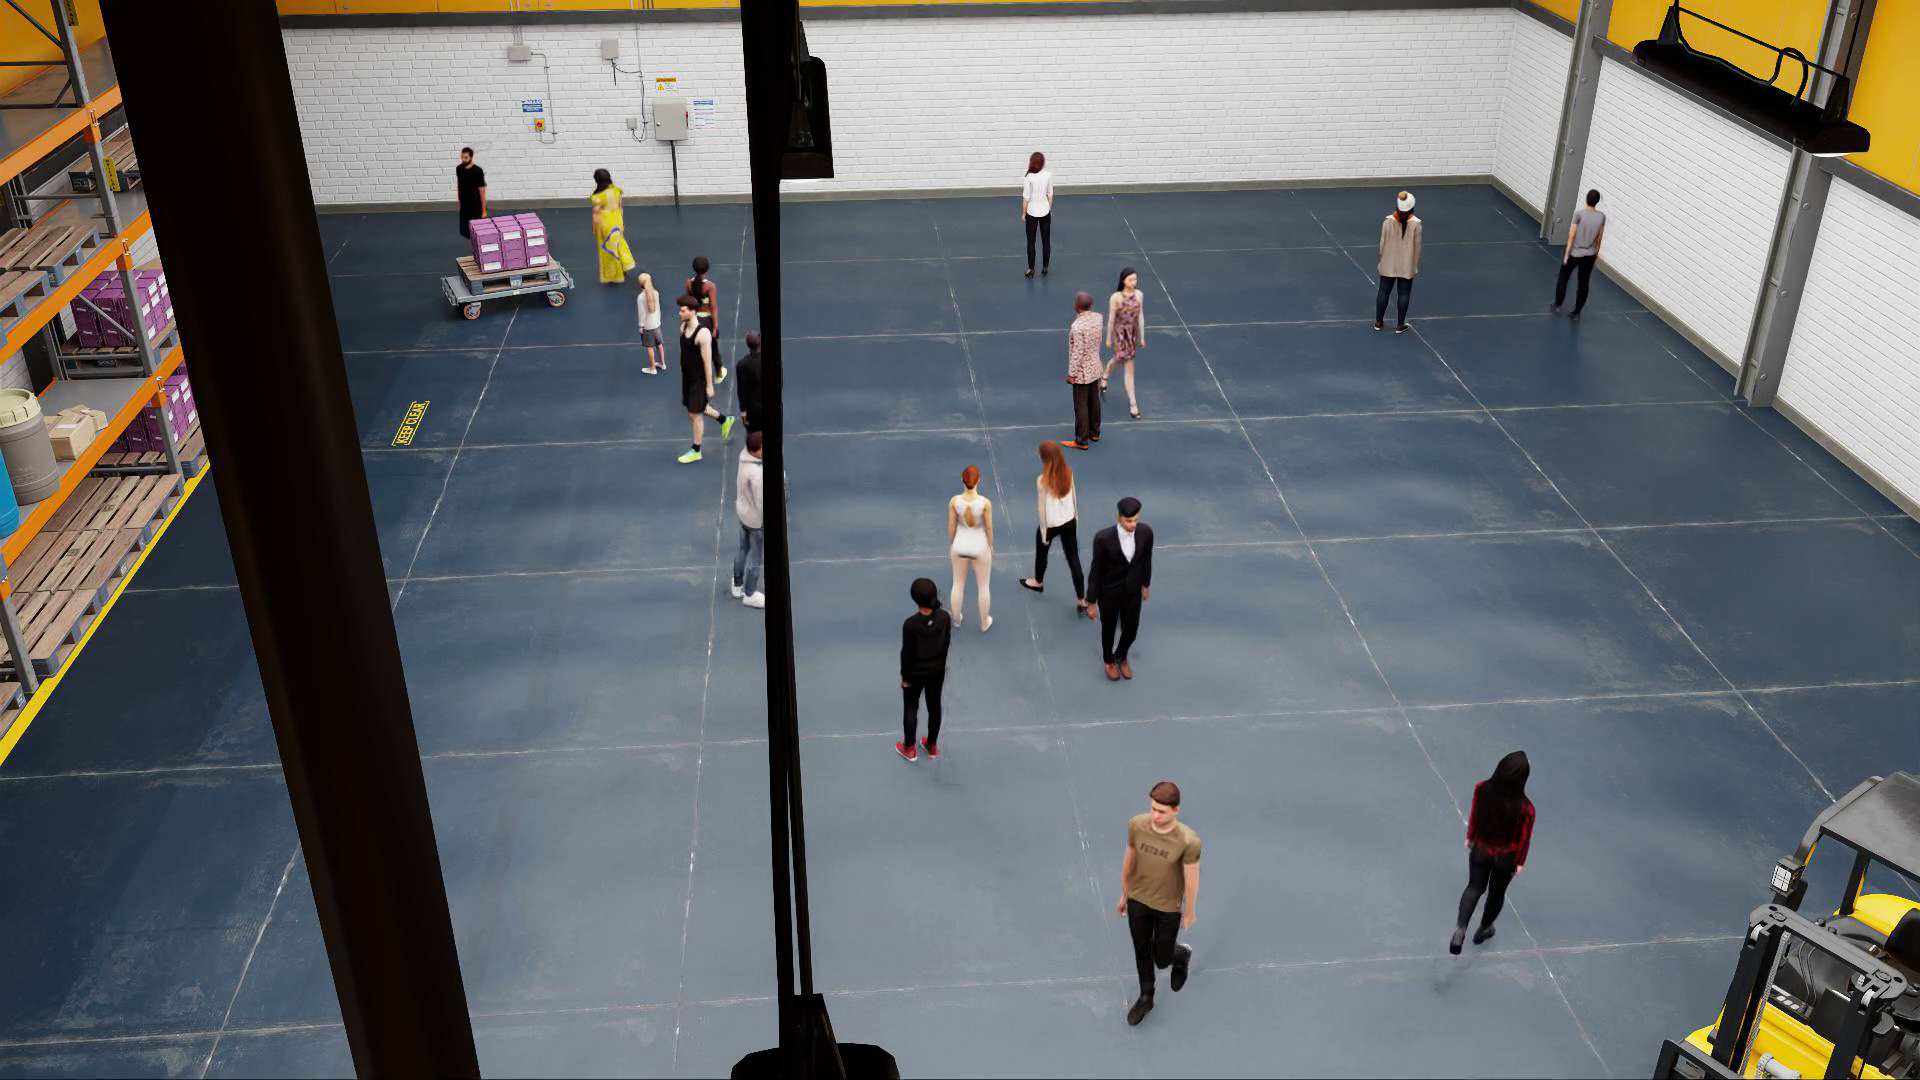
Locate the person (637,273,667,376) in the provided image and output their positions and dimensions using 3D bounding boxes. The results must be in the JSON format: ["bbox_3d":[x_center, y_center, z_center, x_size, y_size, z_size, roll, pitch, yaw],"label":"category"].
[{"bbox_3d":[-3.818,-2.677,20.485,0.666,1.275,0.598,18,33,29],"label":"person"}]

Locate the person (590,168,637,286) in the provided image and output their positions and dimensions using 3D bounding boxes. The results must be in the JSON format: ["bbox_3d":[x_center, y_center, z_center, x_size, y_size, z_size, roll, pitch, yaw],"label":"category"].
[{"bbox_3d":[-4.824,-4.345,23.156,1.005,1.645,0.945,18,33,29],"label":"person"}]

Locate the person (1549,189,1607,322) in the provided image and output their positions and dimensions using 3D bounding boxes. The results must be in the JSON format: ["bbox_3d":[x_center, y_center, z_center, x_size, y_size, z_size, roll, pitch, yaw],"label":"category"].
[{"bbox_3d":[8.223,-3.736,21.943,0.675,1.737,0.816,-1,29,-1],"label":"person"}]

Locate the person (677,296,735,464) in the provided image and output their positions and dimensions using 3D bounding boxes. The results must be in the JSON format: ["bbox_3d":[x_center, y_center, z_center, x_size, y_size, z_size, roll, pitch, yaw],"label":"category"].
[{"bbox_3d":[-2.822,-1.791,18.237,1.093,1.873,1.099,-23,36,-35],"label":"person"}]

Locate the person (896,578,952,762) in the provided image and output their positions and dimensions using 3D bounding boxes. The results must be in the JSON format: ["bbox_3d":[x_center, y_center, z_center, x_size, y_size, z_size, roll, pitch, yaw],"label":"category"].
[{"bbox_3d":[-0.251,1.046,13.242,0.689,1.675,0.697,-13,31,-22],"label":"person"}]

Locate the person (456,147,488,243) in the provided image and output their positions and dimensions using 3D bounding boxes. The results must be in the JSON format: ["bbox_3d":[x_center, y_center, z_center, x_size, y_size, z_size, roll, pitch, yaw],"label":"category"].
[{"bbox_3d":[-6.941,-4.803,23.893,0.805,1.743,0.855,13,31,23],"label":"person"}]

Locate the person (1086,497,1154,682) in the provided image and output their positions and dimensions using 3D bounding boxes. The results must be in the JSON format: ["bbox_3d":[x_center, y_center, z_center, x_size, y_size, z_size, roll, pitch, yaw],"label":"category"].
[{"bbox_3d":[1.349,0.378,14.284,0.776,1.850,0.722,-4,29,-7],"label":"person"}]

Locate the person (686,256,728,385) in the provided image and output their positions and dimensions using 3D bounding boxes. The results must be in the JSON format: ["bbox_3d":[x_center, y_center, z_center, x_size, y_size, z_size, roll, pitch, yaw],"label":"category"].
[{"bbox_3d":[-3.077,-2.450,19.623,0.812,1.703,1.217,6,29,10],"label":"person"}]

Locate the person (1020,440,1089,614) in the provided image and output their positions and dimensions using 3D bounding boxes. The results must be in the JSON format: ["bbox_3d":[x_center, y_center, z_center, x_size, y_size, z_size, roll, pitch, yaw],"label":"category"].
[{"bbox_3d":[0.950,-0.096,15.338,0.929,1.673,1.153,-12,31,-20],"label":"person"}]

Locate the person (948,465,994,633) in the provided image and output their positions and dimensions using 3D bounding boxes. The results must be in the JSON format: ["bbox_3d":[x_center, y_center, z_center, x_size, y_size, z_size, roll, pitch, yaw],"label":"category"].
[{"bbox_3d":[0.095,0.076,15.053,0.590,1.643,0.555,6,29,10],"label":"person"}]

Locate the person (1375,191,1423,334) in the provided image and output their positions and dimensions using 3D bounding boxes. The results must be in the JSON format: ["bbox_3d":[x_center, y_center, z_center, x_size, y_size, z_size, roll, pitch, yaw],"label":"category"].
[{"bbox_3d":[5.686,-3.625,21.581,0.811,1.890,0.841,14,32,24],"label":"person"}]

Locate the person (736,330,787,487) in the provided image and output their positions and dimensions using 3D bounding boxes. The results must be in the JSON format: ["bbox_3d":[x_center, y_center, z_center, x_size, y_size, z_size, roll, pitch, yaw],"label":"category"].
[{"bbox_3d":[-2.079,-1.361,17.591,0.850,1.735,1.189,-11,30,-19],"label":"person"}]

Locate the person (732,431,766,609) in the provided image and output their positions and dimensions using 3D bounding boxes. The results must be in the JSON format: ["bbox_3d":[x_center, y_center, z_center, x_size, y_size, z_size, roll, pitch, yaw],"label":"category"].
[{"bbox_3d":[-1.981,-0.228,15.427,1.006,1.819,0.720,-18,33,-30],"label":"person"}]

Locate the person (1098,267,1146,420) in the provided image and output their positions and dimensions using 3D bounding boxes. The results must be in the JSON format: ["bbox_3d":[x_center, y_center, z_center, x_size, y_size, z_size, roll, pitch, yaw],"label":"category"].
[{"bbox_3d":[1.877,-2.346,19.412,0.936,1.720,1.256,-14,32,-24],"label":"person"}]

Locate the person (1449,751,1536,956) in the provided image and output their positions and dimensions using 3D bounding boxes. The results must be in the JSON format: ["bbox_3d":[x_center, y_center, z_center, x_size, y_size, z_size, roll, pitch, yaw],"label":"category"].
[{"bbox_3d":[3.576,2.160,11.236,0.892,1.640,0.953,22,36,35],"label":"person"}]

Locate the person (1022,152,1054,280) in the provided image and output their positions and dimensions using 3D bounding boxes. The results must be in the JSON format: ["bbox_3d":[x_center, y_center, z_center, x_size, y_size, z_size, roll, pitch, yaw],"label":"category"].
[{"bbox_3d":[1.100,-4.574,23.420,0.658,1.795,0.594,-9,30,-16],"label":"person"}]

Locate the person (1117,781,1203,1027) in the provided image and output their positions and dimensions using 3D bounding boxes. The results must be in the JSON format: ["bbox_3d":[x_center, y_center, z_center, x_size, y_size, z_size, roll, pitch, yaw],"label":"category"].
[{"bbox_3d":[1.312,2.300,10.773,0.930,1.838,1.011,18,33,29],"label":"person"}]

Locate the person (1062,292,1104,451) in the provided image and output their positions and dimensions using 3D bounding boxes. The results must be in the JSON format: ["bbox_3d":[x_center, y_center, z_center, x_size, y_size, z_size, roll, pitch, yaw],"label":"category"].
[{"bbox_3d":[1.398,-1.894,18.493,0.825,1.807,0.756,20,34,32],"label":"person"}]
